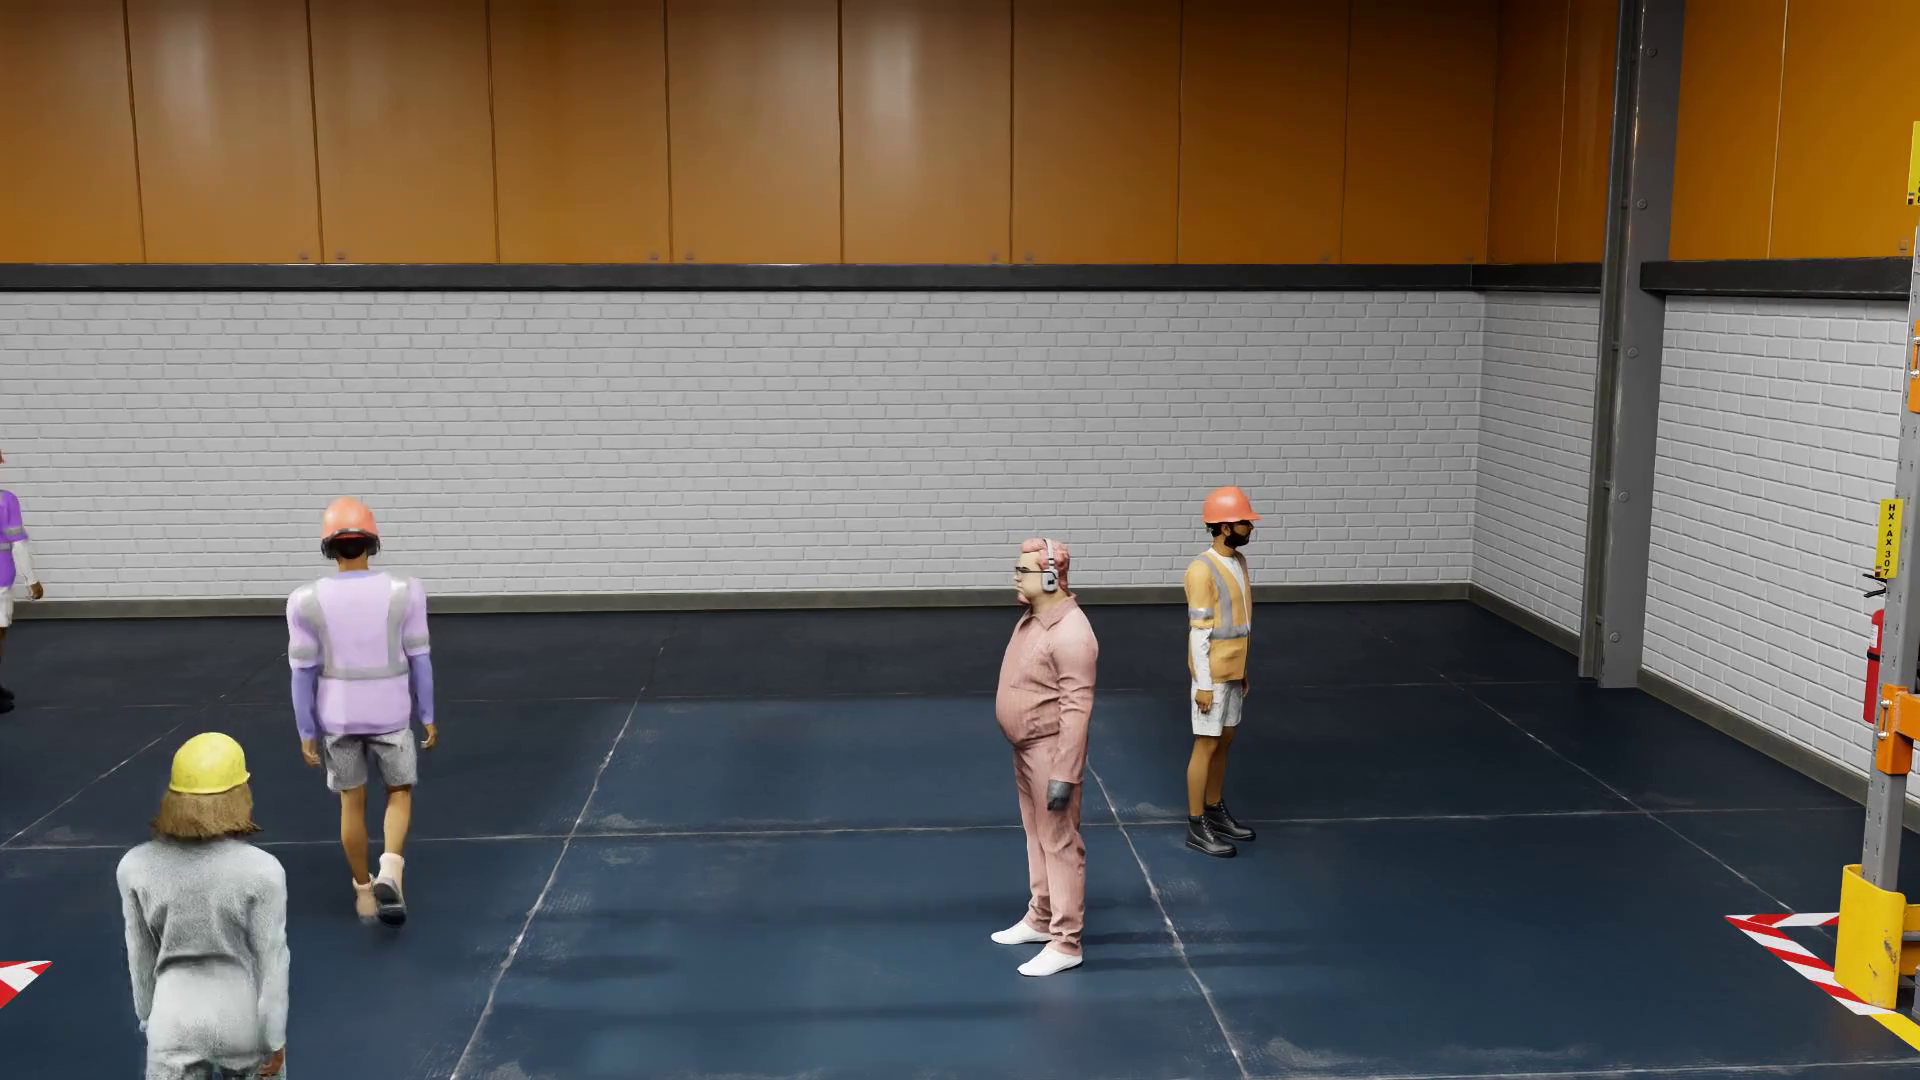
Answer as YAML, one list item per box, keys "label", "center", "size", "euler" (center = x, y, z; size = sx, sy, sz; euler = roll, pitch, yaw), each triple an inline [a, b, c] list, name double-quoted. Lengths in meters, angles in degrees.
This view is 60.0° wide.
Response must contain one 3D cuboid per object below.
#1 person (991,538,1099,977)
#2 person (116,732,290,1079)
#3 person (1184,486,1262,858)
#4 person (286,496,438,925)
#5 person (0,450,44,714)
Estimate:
- label: "person"
  center: [0.354, 0.934, 7.268]
  size: [0.405, 1.911, 0.636]
  euler: [-2, 9, -14]
- label: "person"
  center: [-2.188, 1.413, 4.832]
  size: [0.487, 1.718, 0.777]
  euler: [-1, 9, -6]
- label: "person"
  center: [1.385, 0.680, 8.759]
  size: [0.349, 1.940, 0.551]
  euler: [5, 11, 31]
- label: "person"
  center: [-2.737, 0.814, 7.644]
  size: [0.634, 2.029, 0.627]
  euler: [-3, 9, -16]
- label: "person"
  center: [-6.678, 0.250, 11.521]
  size: [0.557, 1.914, 0.615]
  euler: [2, 9, 12]
